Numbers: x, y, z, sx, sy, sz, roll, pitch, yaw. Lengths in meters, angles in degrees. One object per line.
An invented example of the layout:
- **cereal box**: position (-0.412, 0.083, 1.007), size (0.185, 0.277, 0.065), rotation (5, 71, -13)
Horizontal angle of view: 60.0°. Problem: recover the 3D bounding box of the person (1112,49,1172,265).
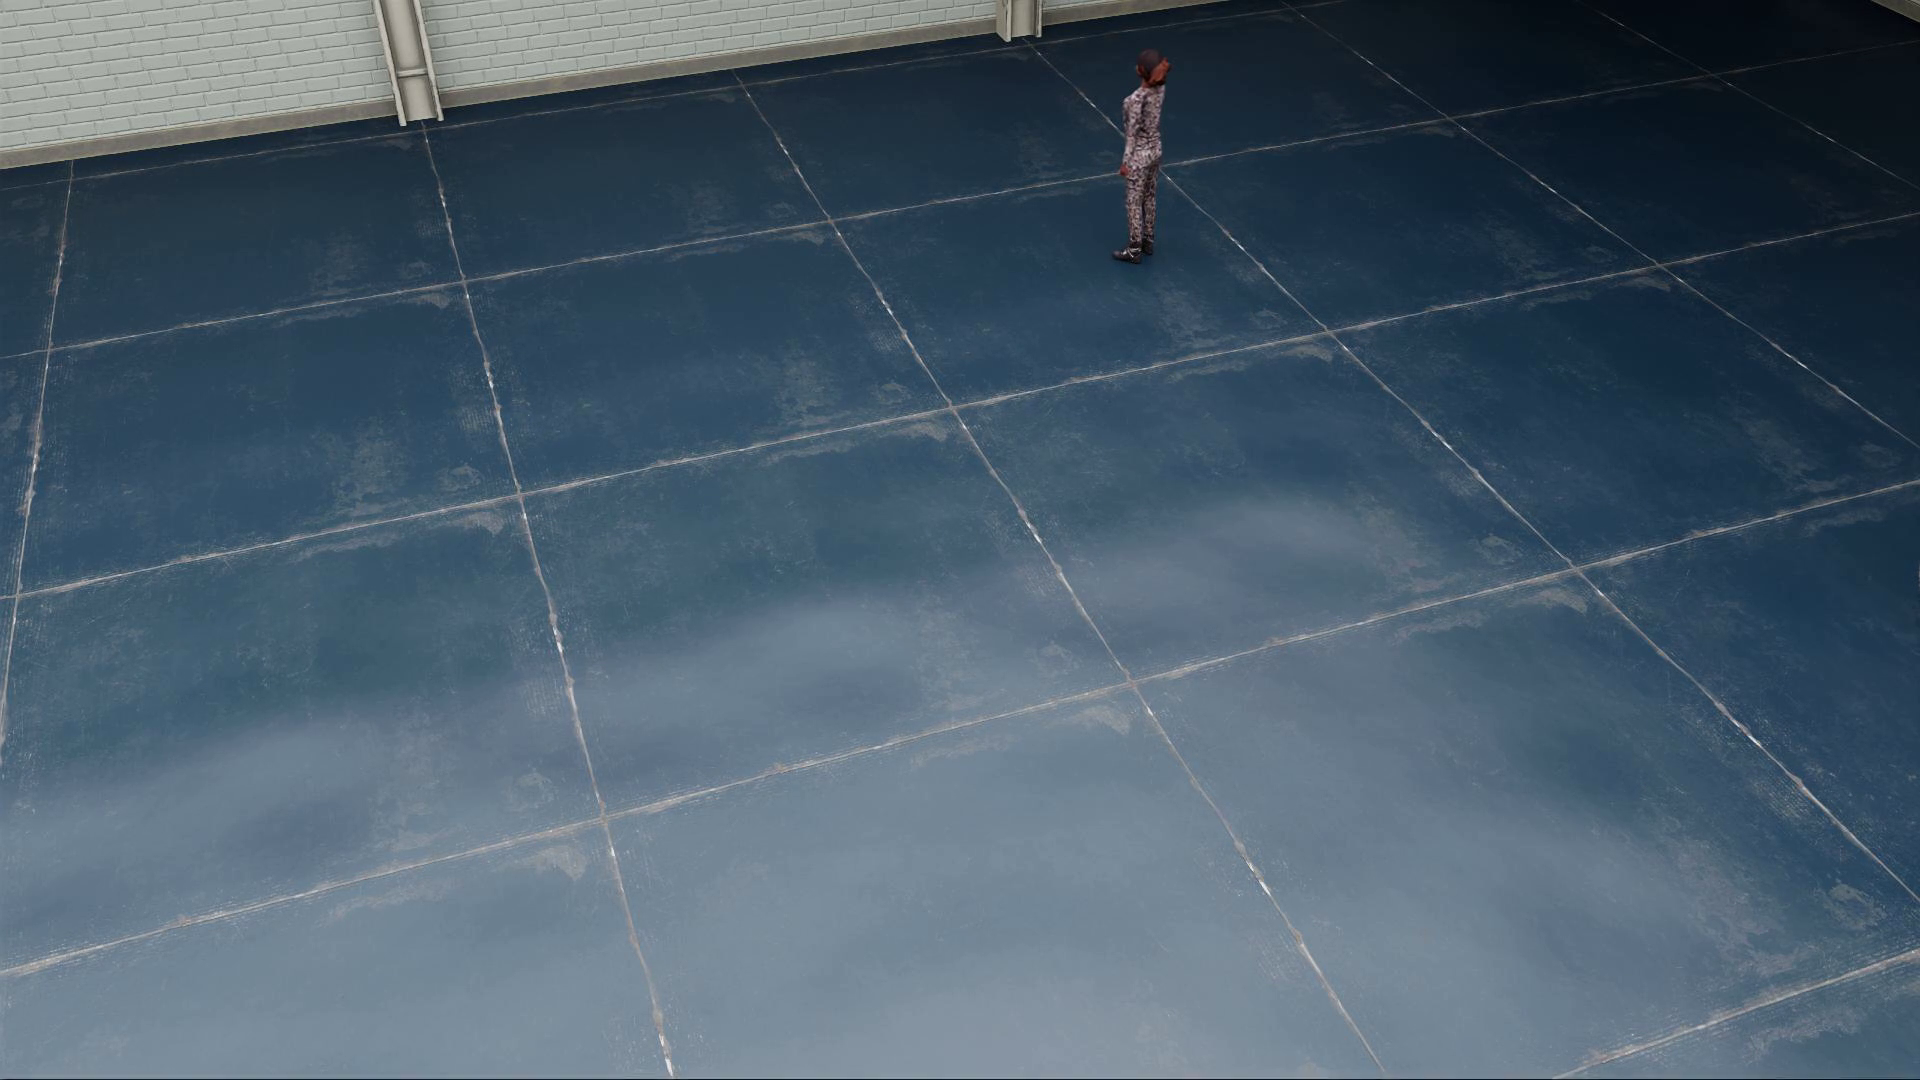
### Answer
- **person**: position (1.415, -2.964, 12.859), size (0.736, 1.714, 0.652), rotation (26, 45, 29)
